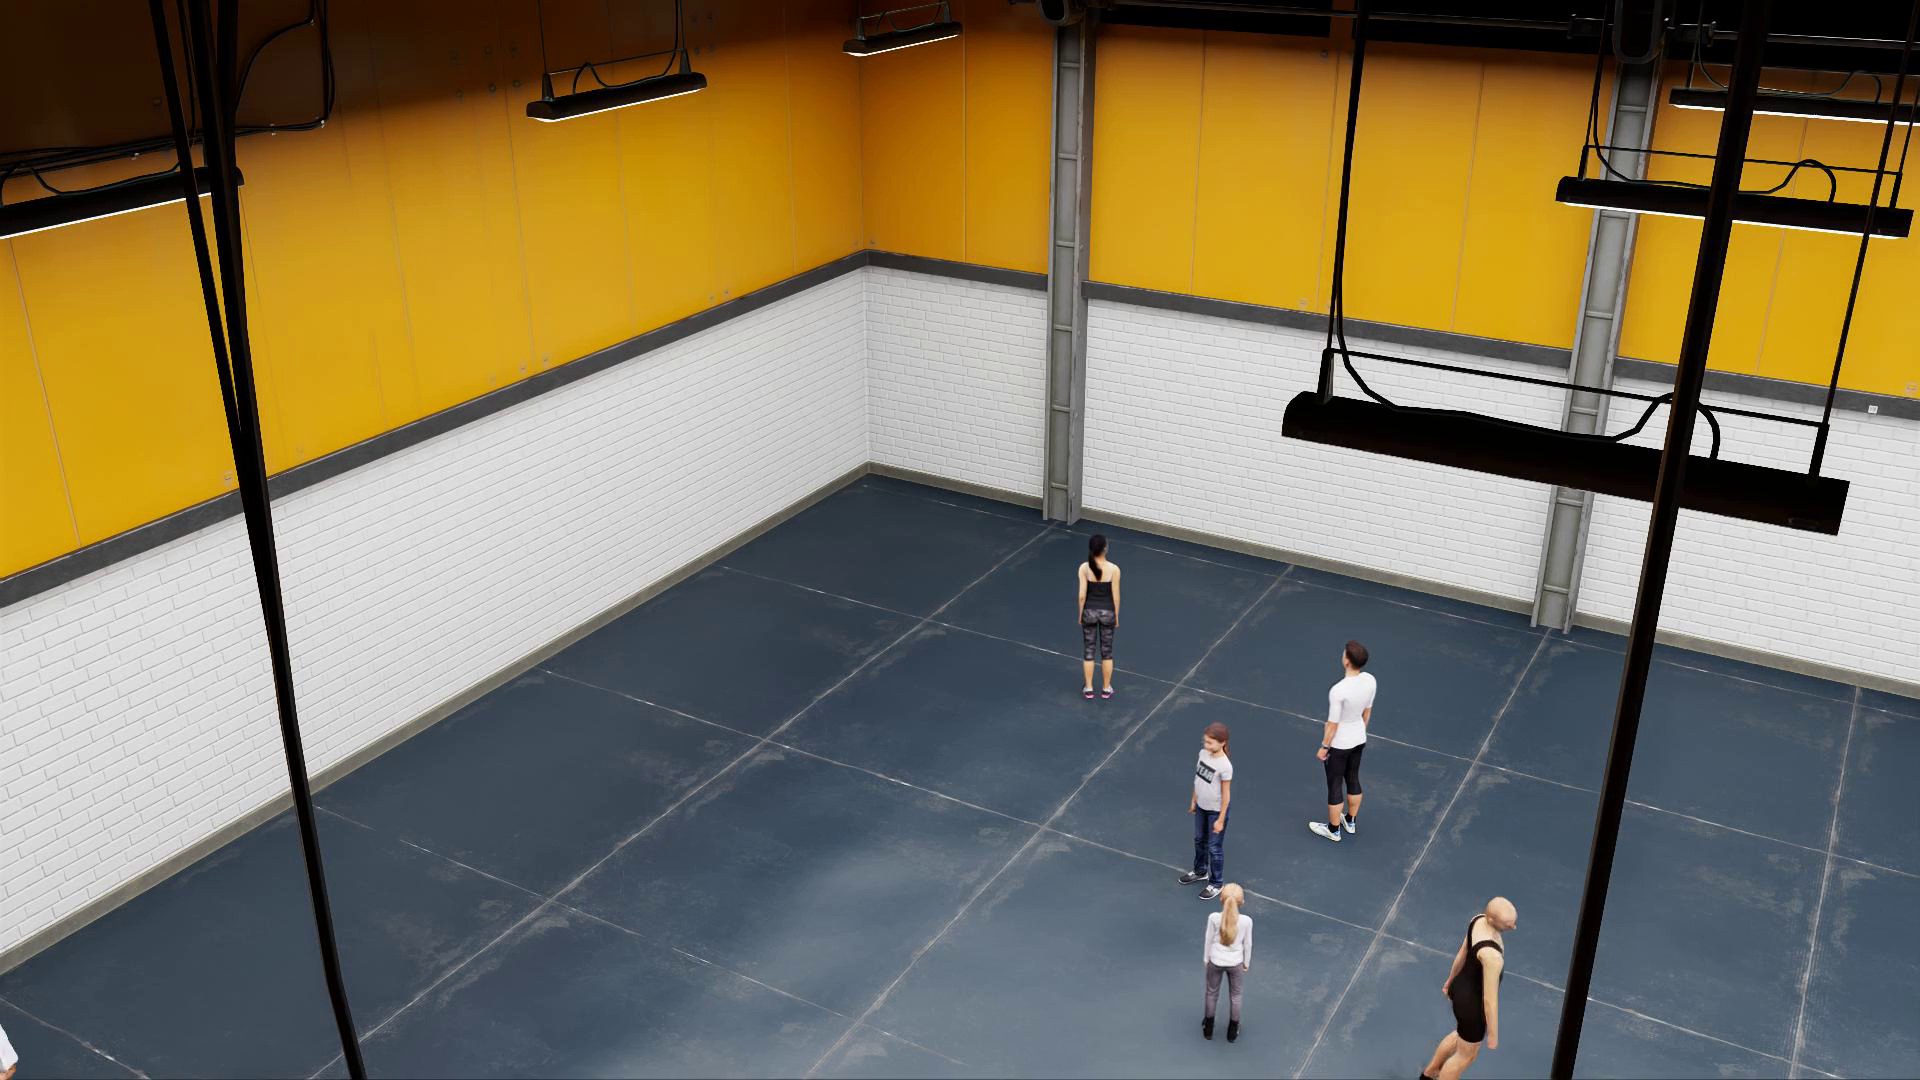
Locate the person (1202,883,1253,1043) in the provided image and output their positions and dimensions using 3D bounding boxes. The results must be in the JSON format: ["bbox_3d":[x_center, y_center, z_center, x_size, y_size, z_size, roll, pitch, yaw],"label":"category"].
[{"bbox_3d":[1.895,3.004,11.853,0.520,1.277,0.608,3,24,7],"label":"person"}]

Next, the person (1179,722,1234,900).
[{"bbox_3d":[2.034,2.149,13.452,0.684,1.564,0.592,-14,27,-29],"label":"person"}]

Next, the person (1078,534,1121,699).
[{"bbox_3d":[1.366,0.758,16.430,0.578,1.727,0.695,3,24,7],"label":"person"}]

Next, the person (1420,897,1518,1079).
[{"bbox_3d":[3.339,3.072,11.076,0.780,1.776,0.809,-3,24,-7],"label":"person"}]

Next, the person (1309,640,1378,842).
[{"bbox_3d":[3.285,1.696,14.130,0.751,1.851,0.734,-14,27,-30],"label":"person"}]
